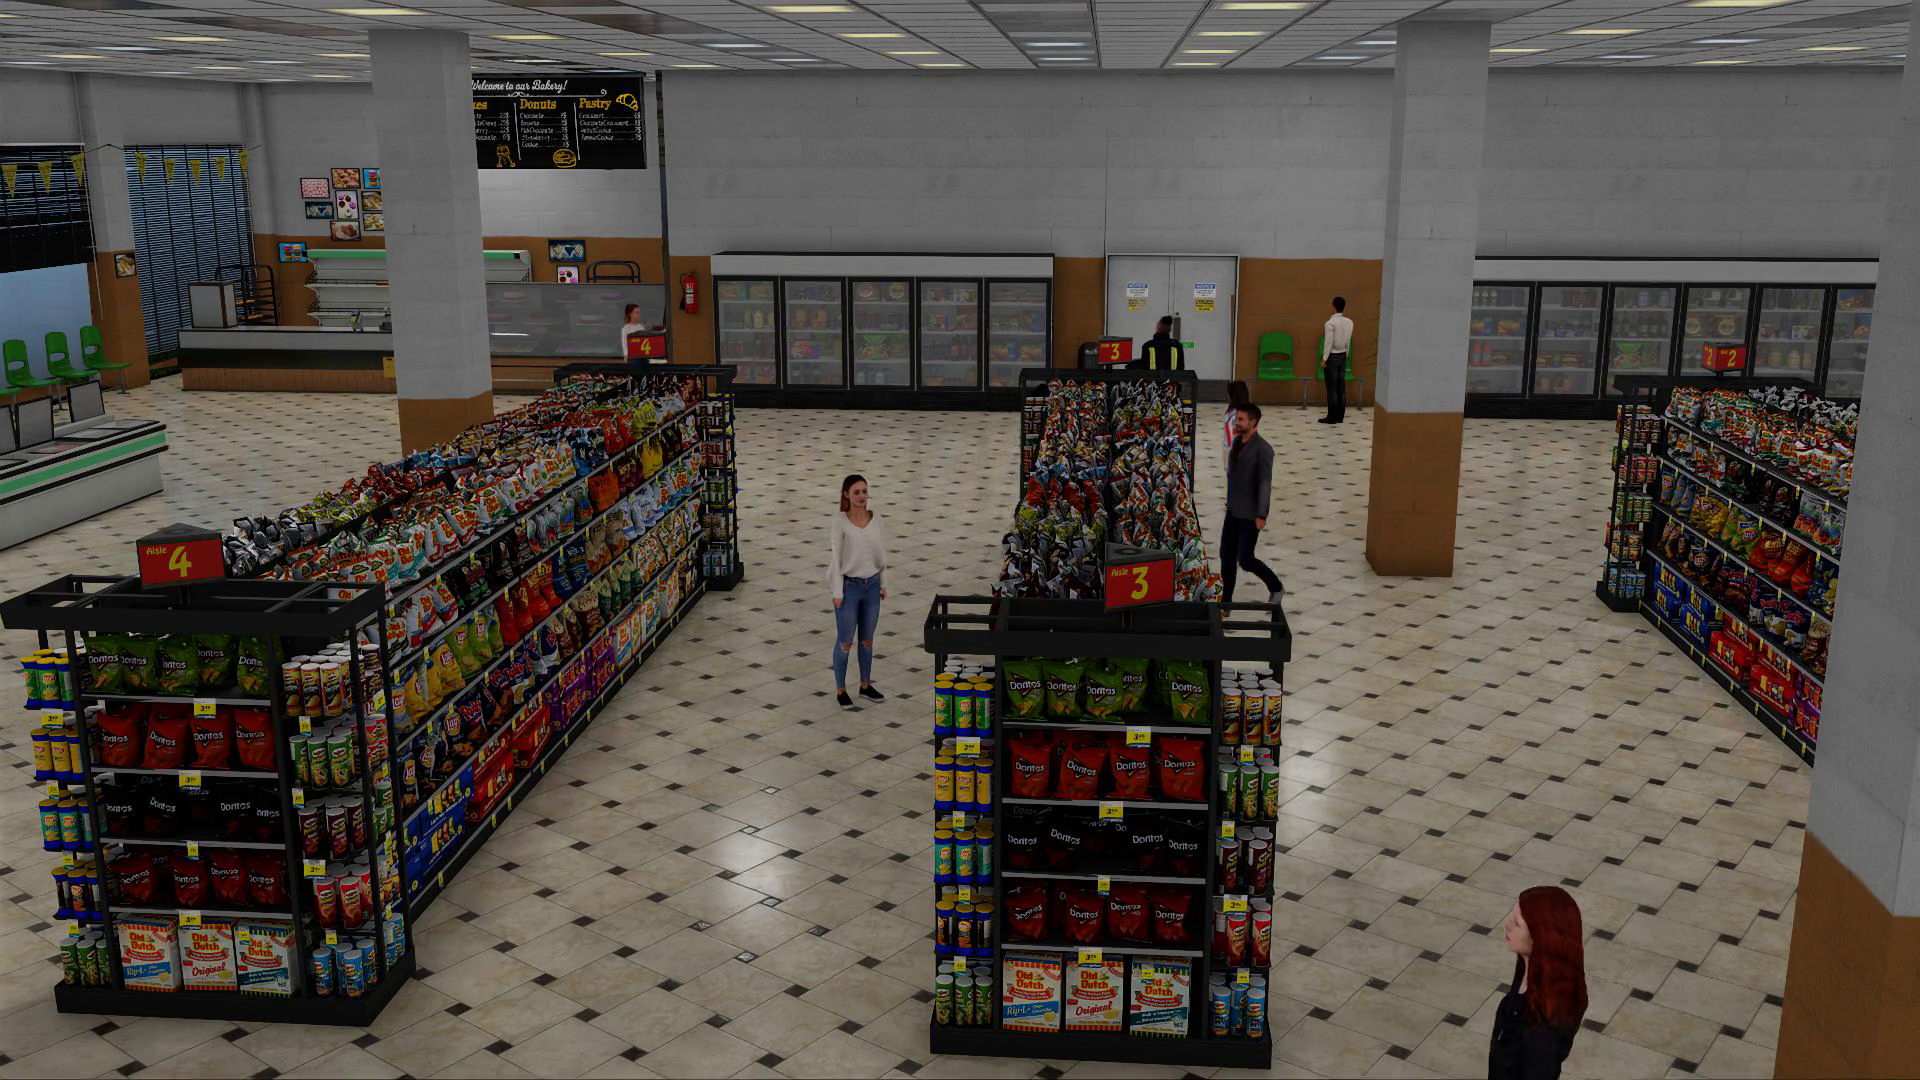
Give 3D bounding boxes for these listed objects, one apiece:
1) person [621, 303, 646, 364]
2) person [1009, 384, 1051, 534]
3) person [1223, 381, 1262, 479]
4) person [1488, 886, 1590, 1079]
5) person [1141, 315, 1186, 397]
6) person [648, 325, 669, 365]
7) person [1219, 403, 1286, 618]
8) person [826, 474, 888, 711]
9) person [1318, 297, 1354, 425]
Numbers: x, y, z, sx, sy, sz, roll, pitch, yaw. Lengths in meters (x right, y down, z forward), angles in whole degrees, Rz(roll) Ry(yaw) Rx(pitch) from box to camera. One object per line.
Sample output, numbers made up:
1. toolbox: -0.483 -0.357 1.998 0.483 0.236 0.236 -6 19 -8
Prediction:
1. person: -4.702 -2.514 23.811 1.001 1.696 1.056 10 17 35
2. person: 0.757 -0.723 16.576 0.872 1.626 1.024 10 17 36
3. person: 2.930 -0.822 17.057 0.814 1.591 0.916 -5 15 -21
4. person: 1.877 1.934 5.308 0.810 1.774 1.030 5 14 18
5. person: 2.544 -1.926 21.052 0.825 1.853 0.791 -3 14 -11
6. person: -3.843 -1.800 20.759 0.741 1.747 0.632 -2 14 -8
7. person: 2.457 -0.237 14.084 1.041 1.856 1.060 -6 15 -23
8. person: -0.745 0.359 11.975 0.702 1.692 0.741 -9 16 -33
9. person: 5.390 -2.576 23.824 0.737 1.811 0.780 -10 17 -35
